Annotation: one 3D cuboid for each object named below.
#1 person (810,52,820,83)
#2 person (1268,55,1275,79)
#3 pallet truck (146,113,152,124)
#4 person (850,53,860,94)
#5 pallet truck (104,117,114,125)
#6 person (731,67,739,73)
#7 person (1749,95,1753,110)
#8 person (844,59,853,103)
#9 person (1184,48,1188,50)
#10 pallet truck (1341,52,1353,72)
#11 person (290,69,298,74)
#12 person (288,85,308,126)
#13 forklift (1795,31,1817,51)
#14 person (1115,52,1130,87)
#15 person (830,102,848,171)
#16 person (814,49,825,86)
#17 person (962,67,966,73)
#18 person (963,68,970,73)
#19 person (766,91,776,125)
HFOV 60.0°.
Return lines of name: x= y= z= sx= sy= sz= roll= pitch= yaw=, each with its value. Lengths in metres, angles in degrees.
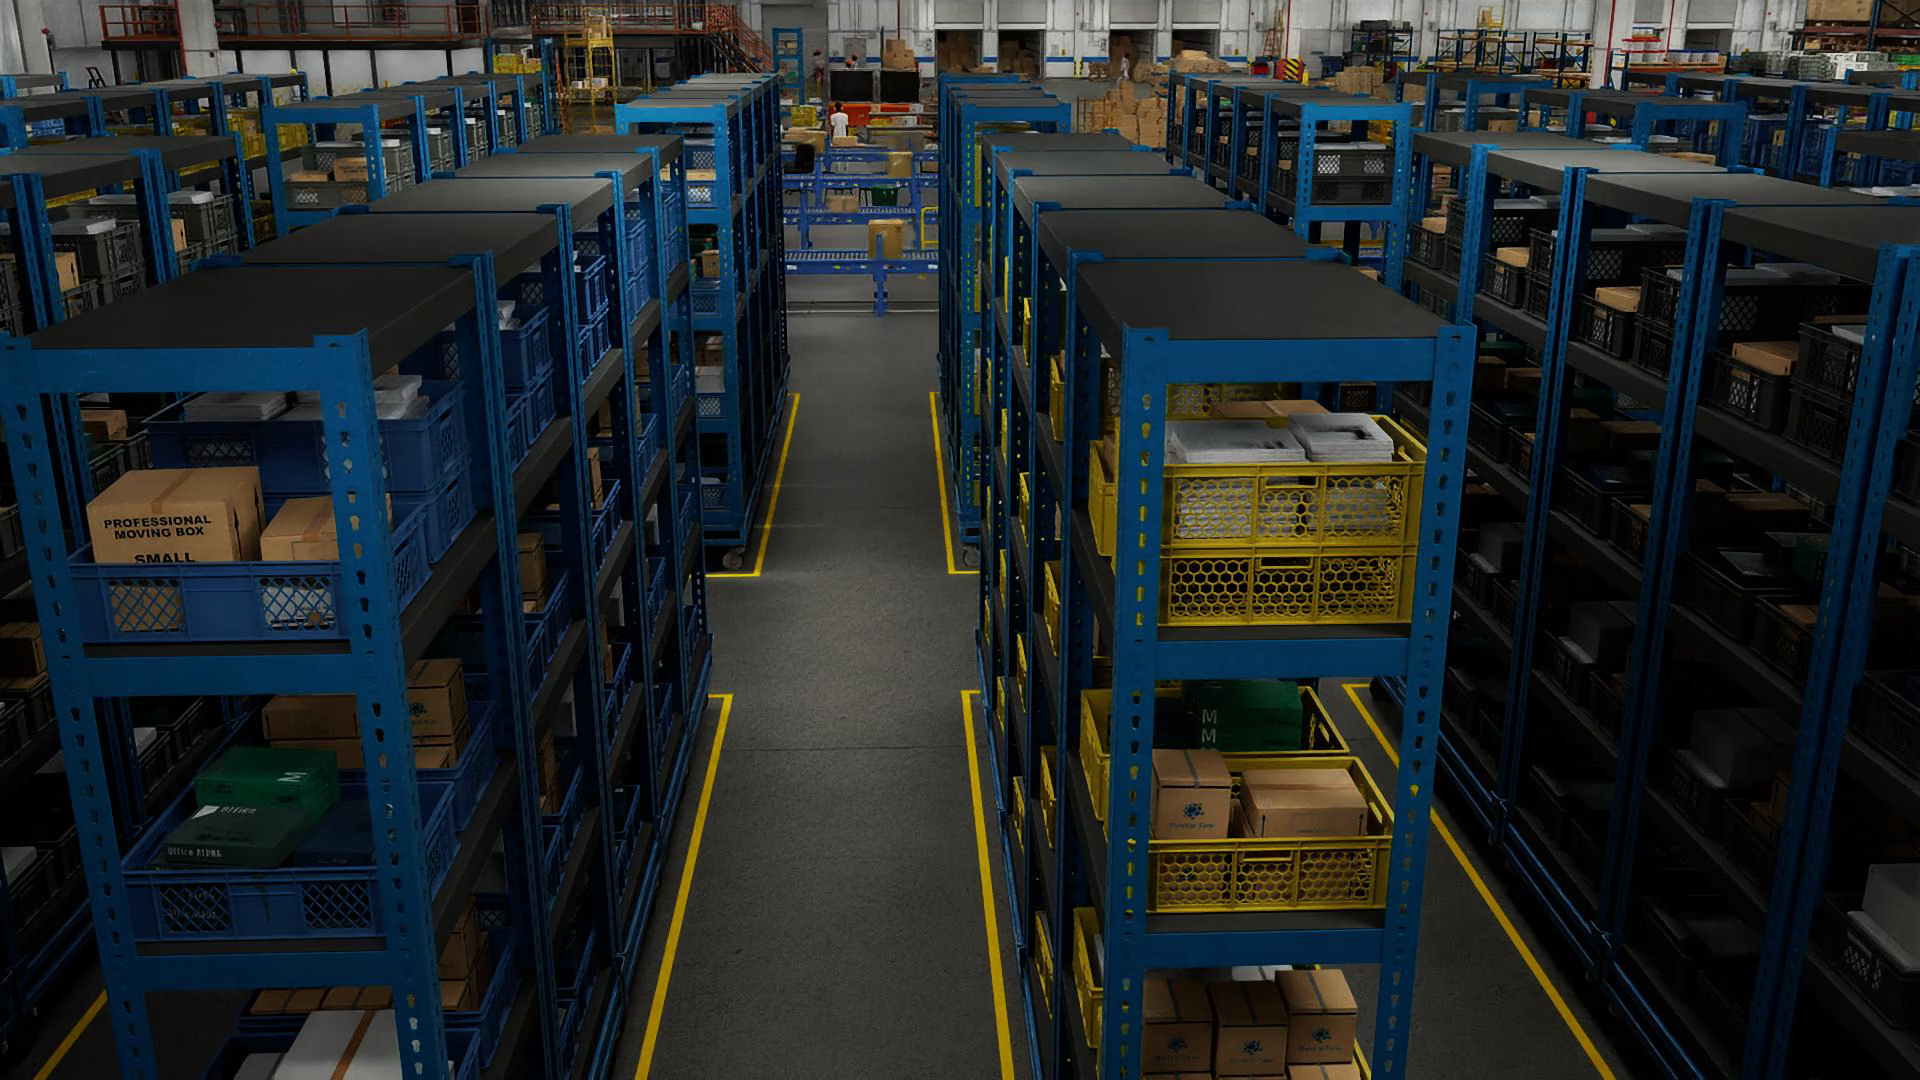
person: x=-8.093 y=-26.364 z=92.775 sx=0.484 sy=1.679 sz=0.534 roll=-6 pitch=19 yaw=-18
person: x=15.072 y=-22.588 z=80.784 sx=0.310 sy=1.868 sz=0.533 roll=13 pitch=22 yaw=36
pallet truck: x=-18.087 y=-8.309 z=36.390 sx=1.885 sy=1.965 sz=0.823 roll=-1 pitch=18 yaw=-4
person: x=-5.185 y=-22.975 z=81.882 sx=0.391 sy=1.935 sz=0.549 roll=9 pitch=20 yaw=25
pallet truck: x=-18.367 y=-7.885 z=35.078 sx=1.885 sy=1.965 sz=0.823 roll=1 pitch=18 yaw=2
person: x=-8.736 y=-17.386 z=64.594 sx=0.400 sy=1.923 sz=0.577 roll=-5 pitch=19 yaw=-16
person: x=29.585 y=-16.461 z=62.131 sx=0.391 sy=1.684 sz=0.541 roll=7 pitch=19 yaw=22
person: x=-4.627 y=-19.110 z=69.771 sx=0.453 sy=2.036 sz=0.632 roll=-3 pitch=18 yaw=-8
person: x=11.928 y=-24.909 z=87.762 sx=0.395 sy=1.993 sz=0.614 roll=-12 pitch=22 yaw=-33
pallet truck: x=18.794 y=-23.123 z=82.231 sx=0.823 sy=1.965 sz=1.885 roll=-13 pitch=22 yaw=-35
person: x=-25.023 y=-16.758 z=62.648 sx=0.381 sy=1.924 sz=0.593 roll=-16 pitch=24 yaw=-41
person: x=-22.981 y=-15.153 z=57.752 sx=0.575 sy=1.882 sz=0.361 roll=-13 pitch=22 yaw=-34
forklift: x=45.898 y=-26.250 z=90.495 sx=1.129 sy=2.768 sz=1.873 roll=-1 pitch=18 yaw=-2
person: x=8.594 y=-24.703 z=87.421 sx=0.811 sy=1.816 sz=0.636 roll=6 pitch=19 yaw=17
person: x=-3.129 y=-10.390 z=43.044 sx=0.517 sy=1.864 sz=0.334 roll=-9 pitch=20 yaw=-27
person: x=-7.575 y=-25.412 z=89.437 sx=0.609 sy=1.927 sz=1.071 roll=3 pitch=18 yaw=9
person: x=0.210 y=-17.596 z=65.294 sx=0.814 sy=1.909 sz=0.654 roll=8 pitch=20 yaw=23
person: x=0.222 y=-16.472 z=61.580 sx=1.009 sy=2.000 sz=0.695 roll=6 pitch=19 yaw=17
person: x=-6.280 y=-13.904 z=54.129 sx=0.884 sy=1.718 sz=0.555 roll=3 pitch=18 yaw=10
